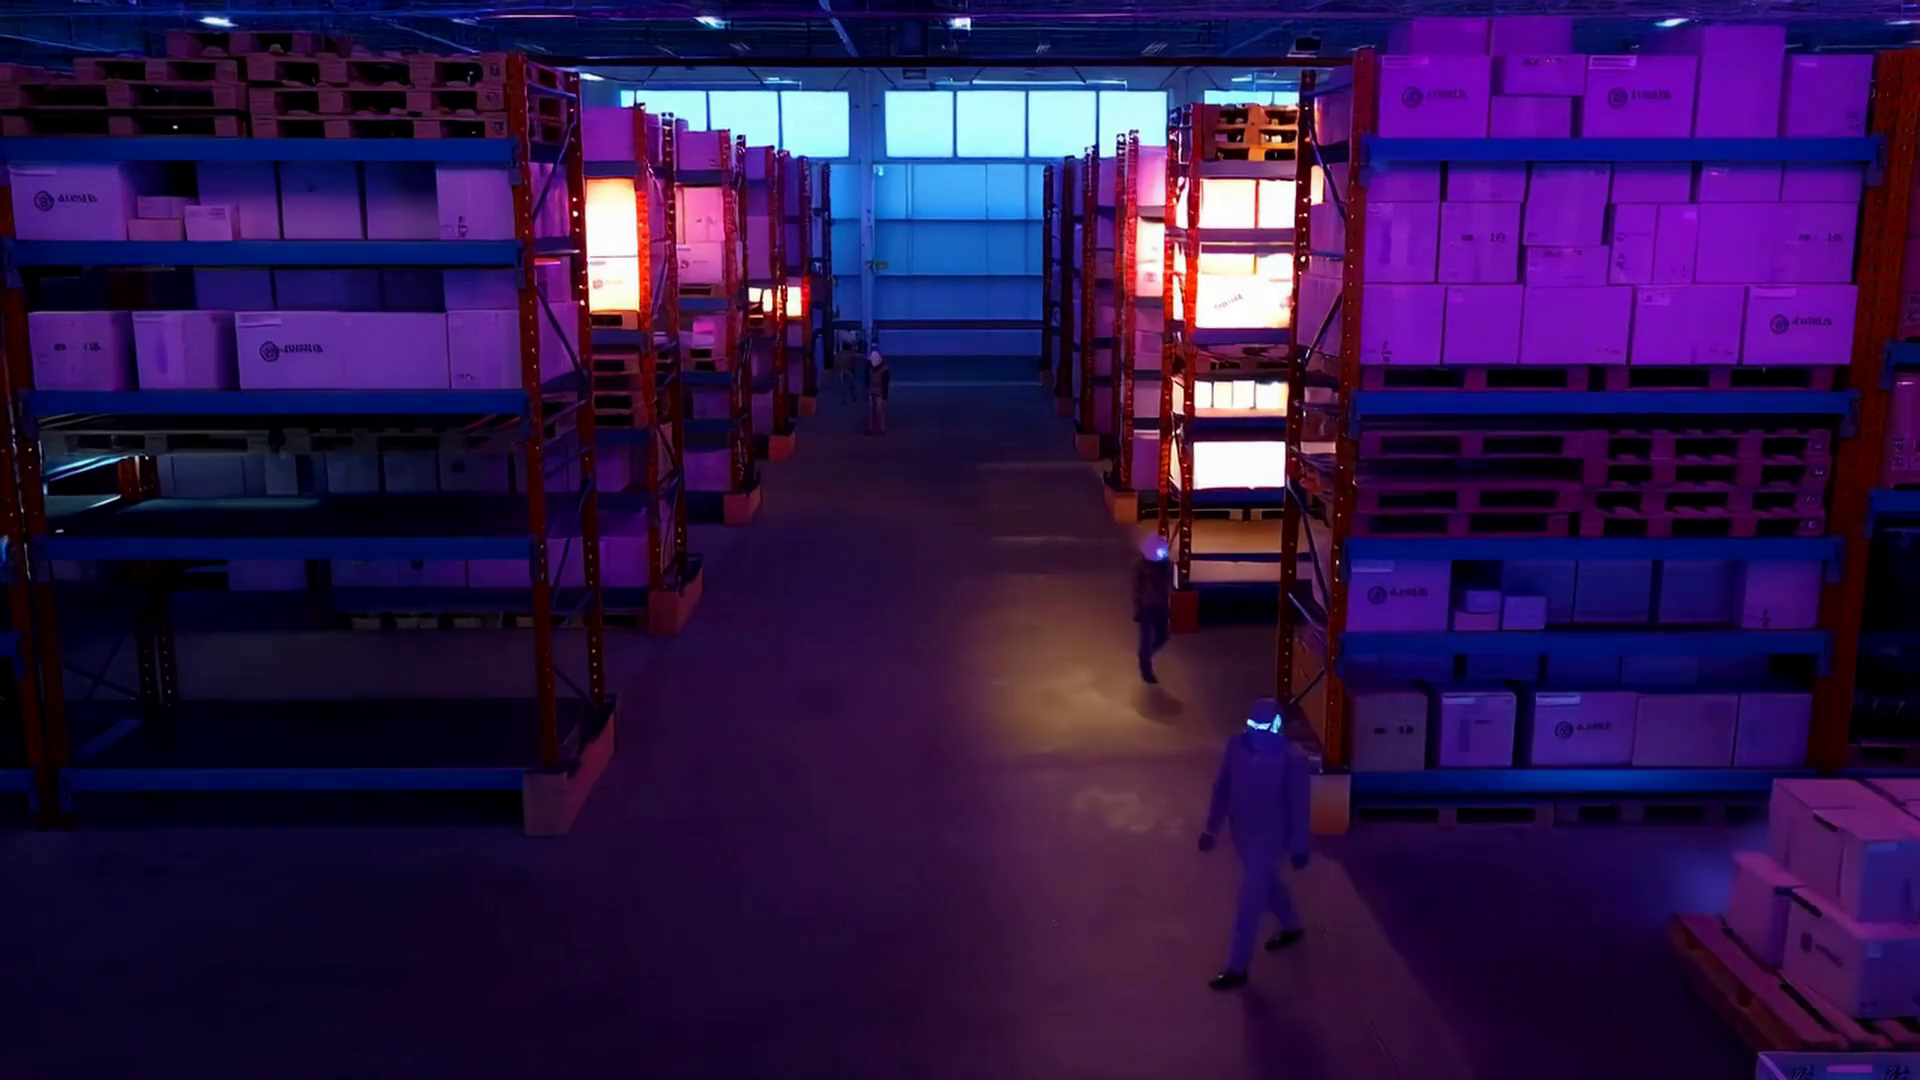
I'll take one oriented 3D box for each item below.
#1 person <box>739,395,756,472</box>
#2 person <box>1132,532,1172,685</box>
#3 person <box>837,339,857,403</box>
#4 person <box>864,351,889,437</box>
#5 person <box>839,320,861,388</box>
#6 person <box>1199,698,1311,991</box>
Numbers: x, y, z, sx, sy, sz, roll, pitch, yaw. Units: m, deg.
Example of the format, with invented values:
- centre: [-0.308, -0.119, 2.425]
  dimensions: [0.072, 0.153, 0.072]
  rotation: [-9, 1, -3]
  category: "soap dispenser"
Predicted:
- centre: [-4.061, -1.997, 29.820]
  dimensions: [0.704, 2.006, 0.659]
  rotation: [9, 15, 38]
  category: "person"
- centre: [2.006, 0.703, 17.334]
  dimensions: [0.523, 1.621, 0.359]
  rotation: [-7, 13, -31]
  category: "person"
- centre: [-2.839, -4.237, 41.853]
  dimensions: [0.500, 1.618, 0.456]
  rotation: [1, 11, 4]
  category: "person"
- centre: [-1.820, -3.140, 35.844]
  dimensions: [0.629, 1.846, 0.429]
  rotation: [10, 15, 41]
  category: "person"
- centre: [-2.997, -5.001, 44.979]
  dimensions: [0.602, 1.879, 0.660]
  rotation: [4, 12, 20]
  category: "person"
- centre: [1.963, 1.903, 10.839]
  dimensions: [1.008, 1.859, 0.647]
  rotation: [-8, 14, -36]
  category: "person"
